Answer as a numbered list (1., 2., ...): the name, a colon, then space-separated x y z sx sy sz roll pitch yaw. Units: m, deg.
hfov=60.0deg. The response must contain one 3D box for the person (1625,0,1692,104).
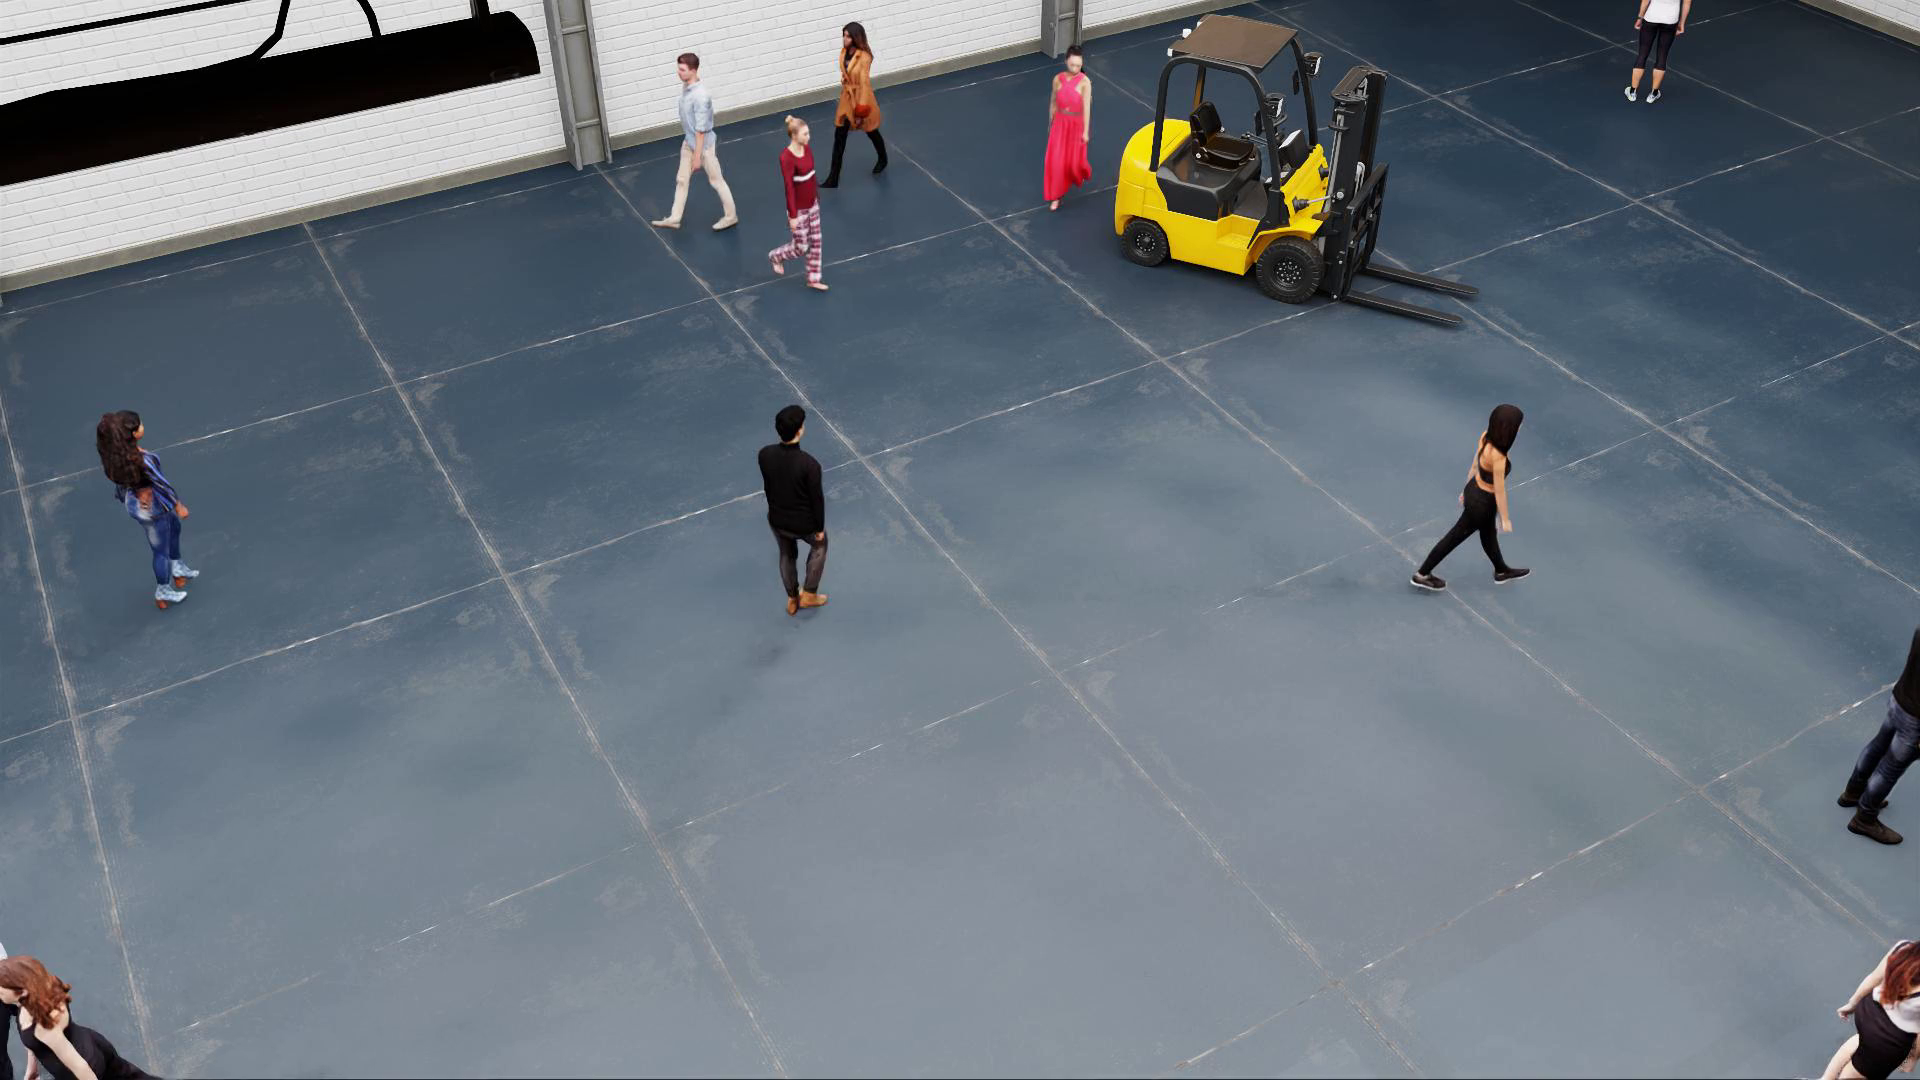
1. person: 7.826 -5.811 18.561 0.745 1.851 0.790 11 40 14

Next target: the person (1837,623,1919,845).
1. person: 5.731 1.008 9.985 0.801 1.896 0.755 8 39 10

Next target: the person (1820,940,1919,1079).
1. person: 4.585 2.485 8.356 0.751 1.621 0.649 -10 40 -13

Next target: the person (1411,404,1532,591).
1. person: 3.598 -0.249 11.798 1.148 1.599 0.954 2 39 2

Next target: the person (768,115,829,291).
1. person: -1.508 -3.079 15.268 0.918 1.690 0.893 18 42 22

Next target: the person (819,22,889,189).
1. person: -0.974 -4.434 16.982 0.930 1.669 1.251 31 48 33

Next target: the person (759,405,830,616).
1. person: -1.189 -0.148 11.579 0.737 1.714 0.778 14 41 16

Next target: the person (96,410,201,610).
1. person: -5.763 -0.172 11.693 0.720 1.608 0.746 26 46 29

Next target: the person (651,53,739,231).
1. person: -2.428 -3.841 16.122 1.053 1.815 0.650 -19 42 -22

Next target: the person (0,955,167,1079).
1. person: -4.242 2.552 8.210 1.147 1.698 0.618 -23 44 -26

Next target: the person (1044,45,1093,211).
1. person: 1.133 -4.101 16.530 0.823 1.711 0.918 21 43 24
